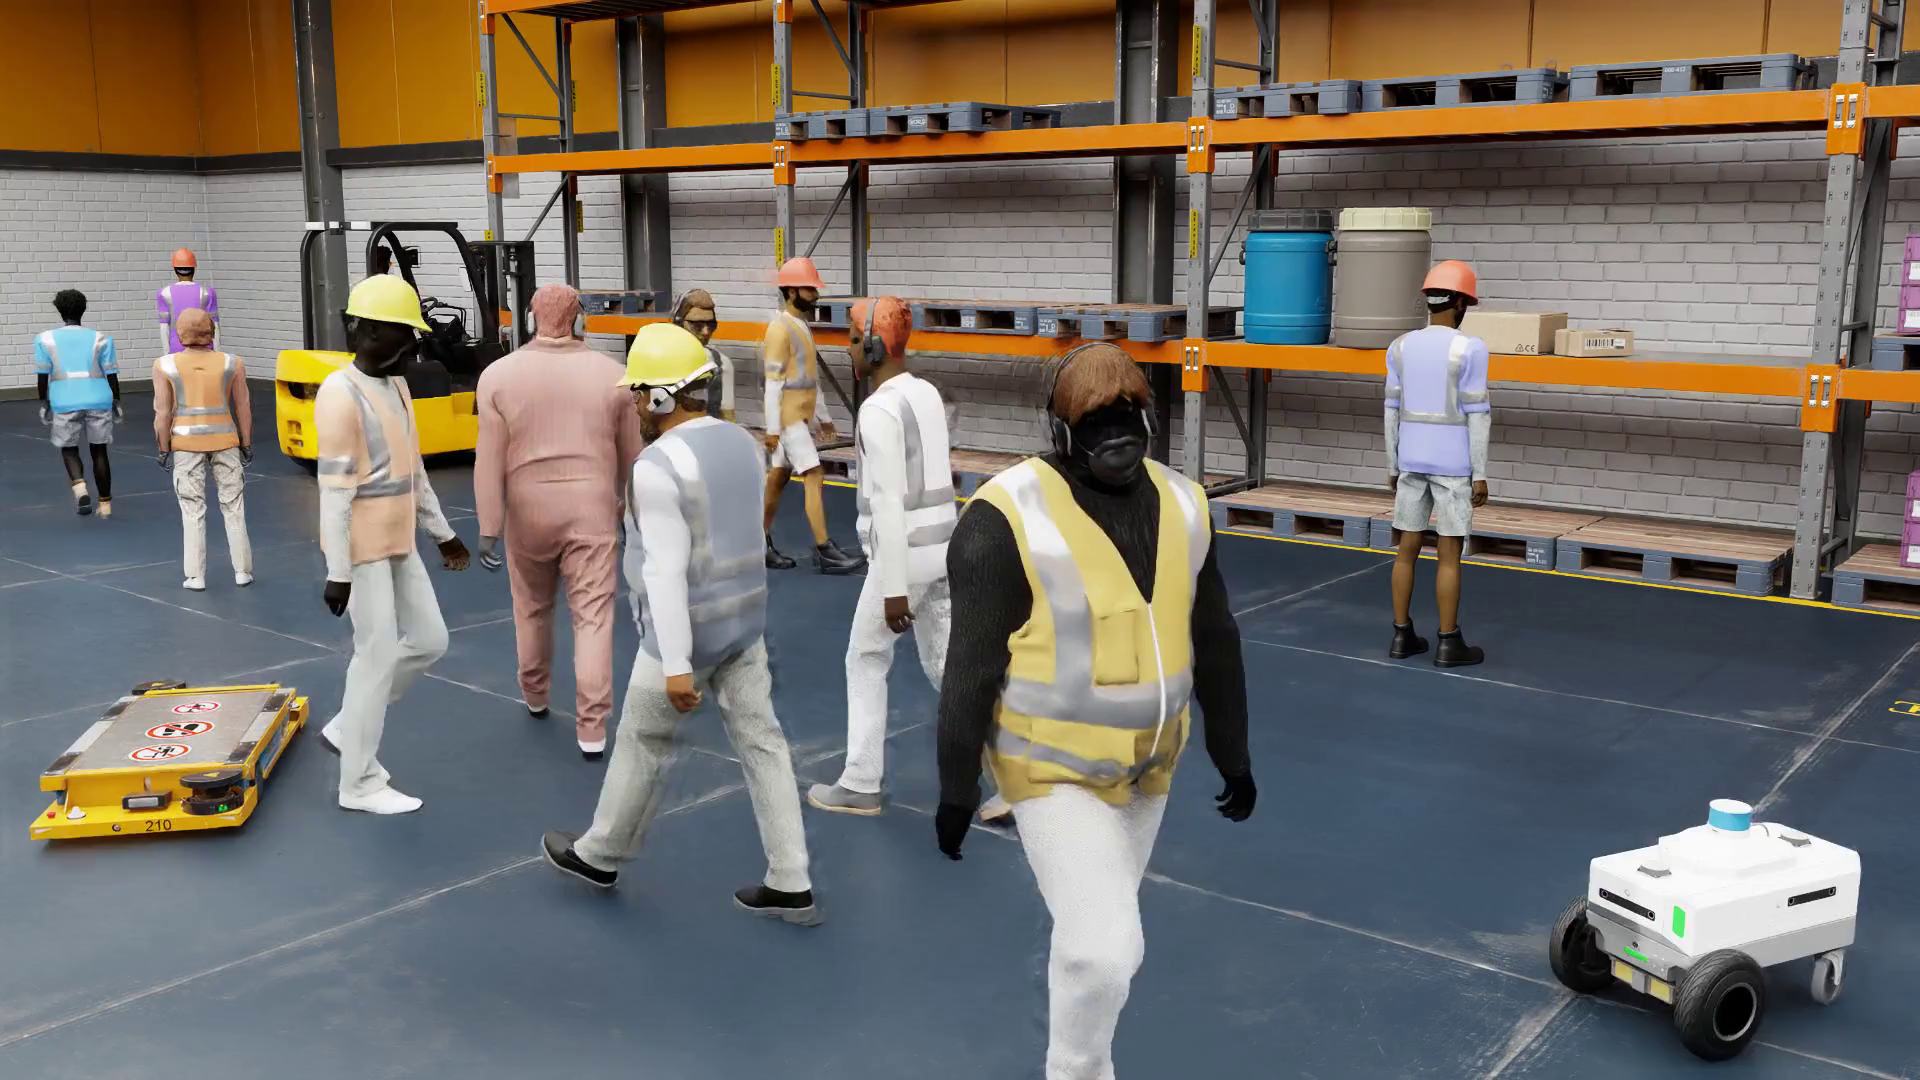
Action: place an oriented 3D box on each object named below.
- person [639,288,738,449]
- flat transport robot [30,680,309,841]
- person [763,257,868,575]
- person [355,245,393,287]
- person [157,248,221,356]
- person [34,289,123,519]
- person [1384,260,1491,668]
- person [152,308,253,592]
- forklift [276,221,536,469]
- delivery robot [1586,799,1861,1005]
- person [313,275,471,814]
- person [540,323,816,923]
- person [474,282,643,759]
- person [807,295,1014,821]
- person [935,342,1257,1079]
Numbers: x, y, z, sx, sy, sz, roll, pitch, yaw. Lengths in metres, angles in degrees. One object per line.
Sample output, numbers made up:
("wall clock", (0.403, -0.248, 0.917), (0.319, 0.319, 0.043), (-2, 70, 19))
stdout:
("person", (-1.286, -0.307, 8.033), (0.529, 1.783, 0.997), (-8, 13, -39))
("flat transport robot", (-2.903, 0.778, 6.227), (0.652, 0.197, 1.431), (-2, 10, -12))
("person", (-0.918, -0.744, 10.102), (0.896, 1.905, 0.542), (1, 10, 7))
("person", (-6.426, -2.308, 18.627), (0.602, 1.966, 0.368), (0, 10, -3))
("person", (-7.546, -1.882, 16.334), (0.545, 1.942, 0.354), (-4, 11, -21))
("person", (-6.311, -0.959, 11.945), (0.559, 1.675, 0.495), (-6, 12, -31))
("person", (2.288, -0.360, 7.939), (0.379, 1.929, 0.542), (-9, 13, -40))
("person", (-4.364, -0.519, 9.623), (0.525, 1.636, 0.307), (-6, 12, -32))
("forklift", (-4.922, -1.741, 14.854), (1.214, 2.155, 2.313), (8, 13, 38))
("delivery robot", (2.004, 0.925, 4.363), (0.707, 0.478, 0.477), (-5, 11, -25))
("person", (-2.085, 0.012, 5.944), (0.477, 1.901, 0.603), (0, 10, 2))
("person", (-0.838, 0.247, 4.977), (0.944, 1.771, 0.603), (6, 12, 29))
("person", (-1.614, -0.106, 6.746), (0.670, 1.846, 1.002), (-3, 11, -16))
("person", (-0.088, 0.084, 5.740), (0.874, 1.851, 0.591), (4, 11, 22))
("person", (0.312, 0.492, 3.519), (0.732, 1.813, 0.530), (-9, 13, -39))
